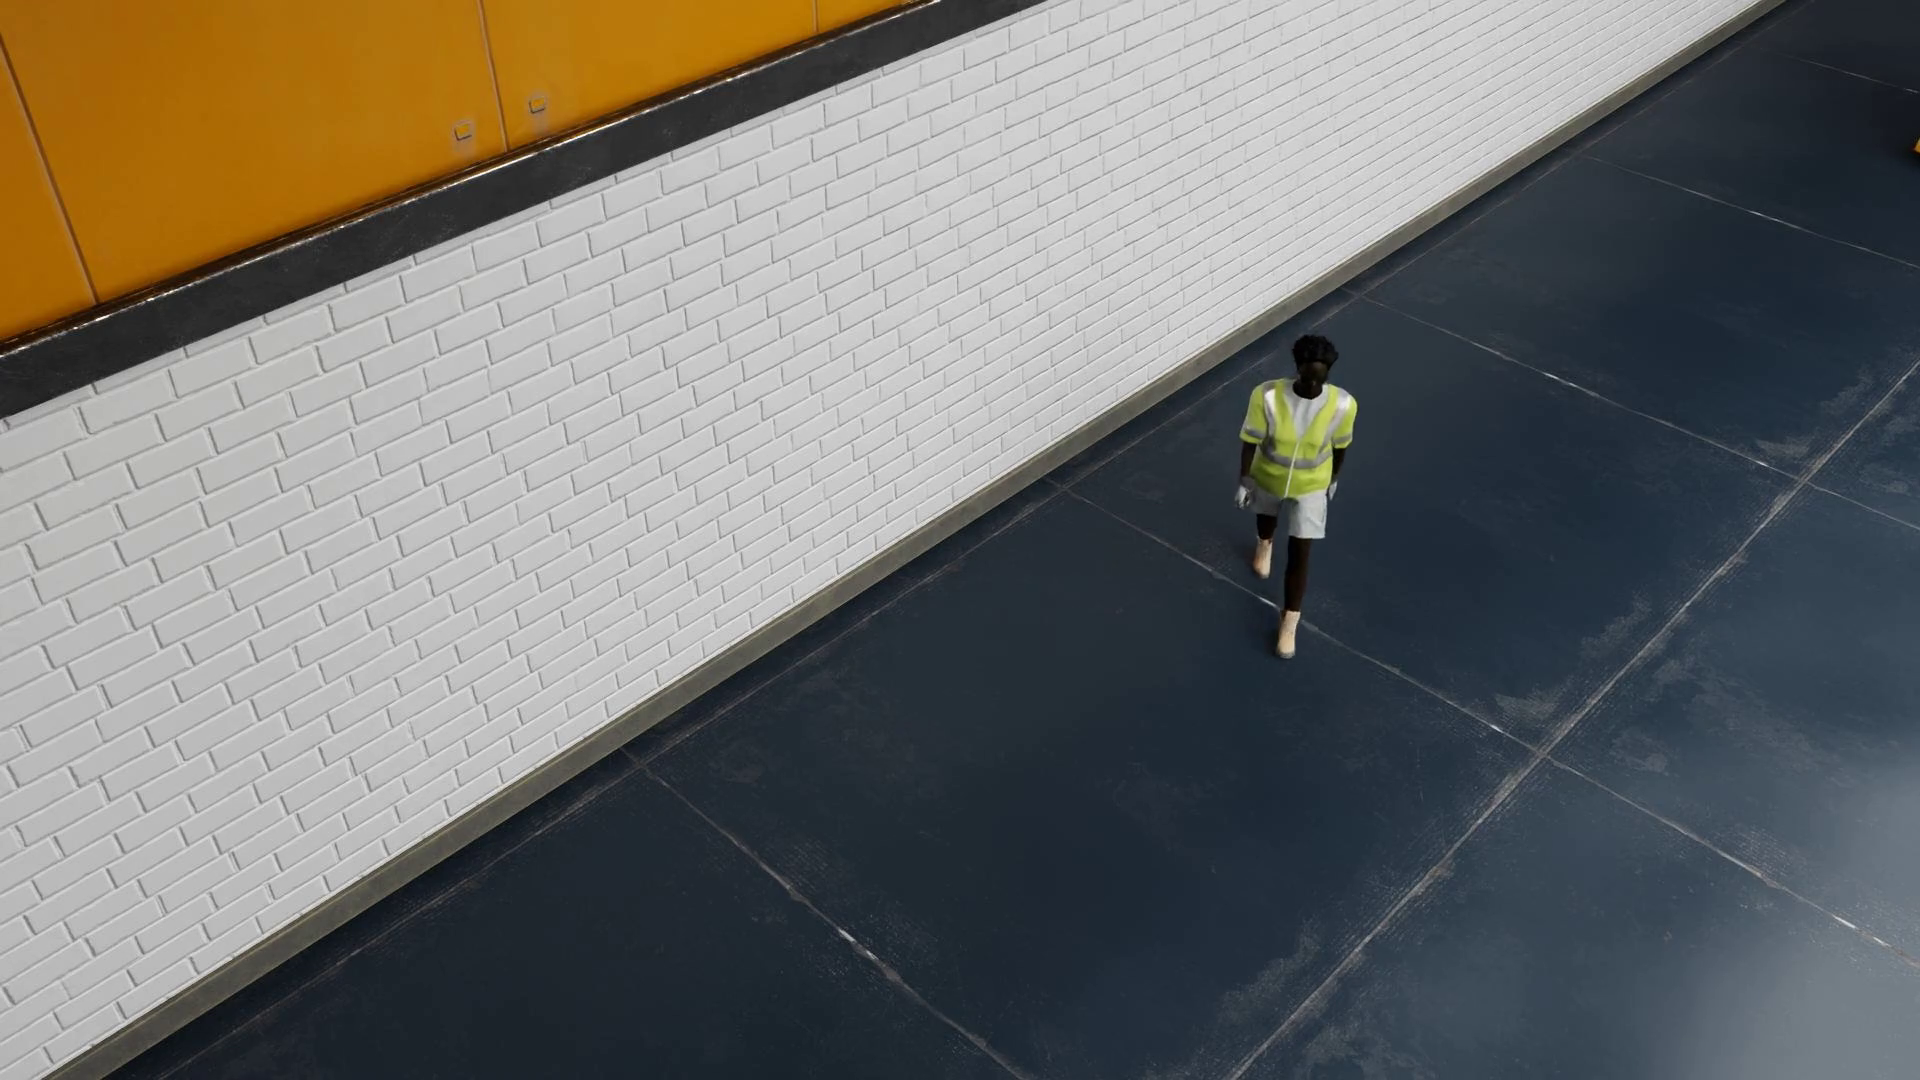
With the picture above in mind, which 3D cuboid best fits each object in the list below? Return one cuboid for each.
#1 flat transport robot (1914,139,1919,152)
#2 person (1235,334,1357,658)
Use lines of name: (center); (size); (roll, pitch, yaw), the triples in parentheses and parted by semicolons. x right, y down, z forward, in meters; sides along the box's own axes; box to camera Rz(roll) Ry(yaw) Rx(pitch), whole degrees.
flat transport robot: (8.097, -2.934, 12.587); (1.431, 0.231, 0.659); (27, 46, 29)
person: (1.628, -0.318, 8.208); (0.533, 1.650, 0.885); (9, 39, 11)
